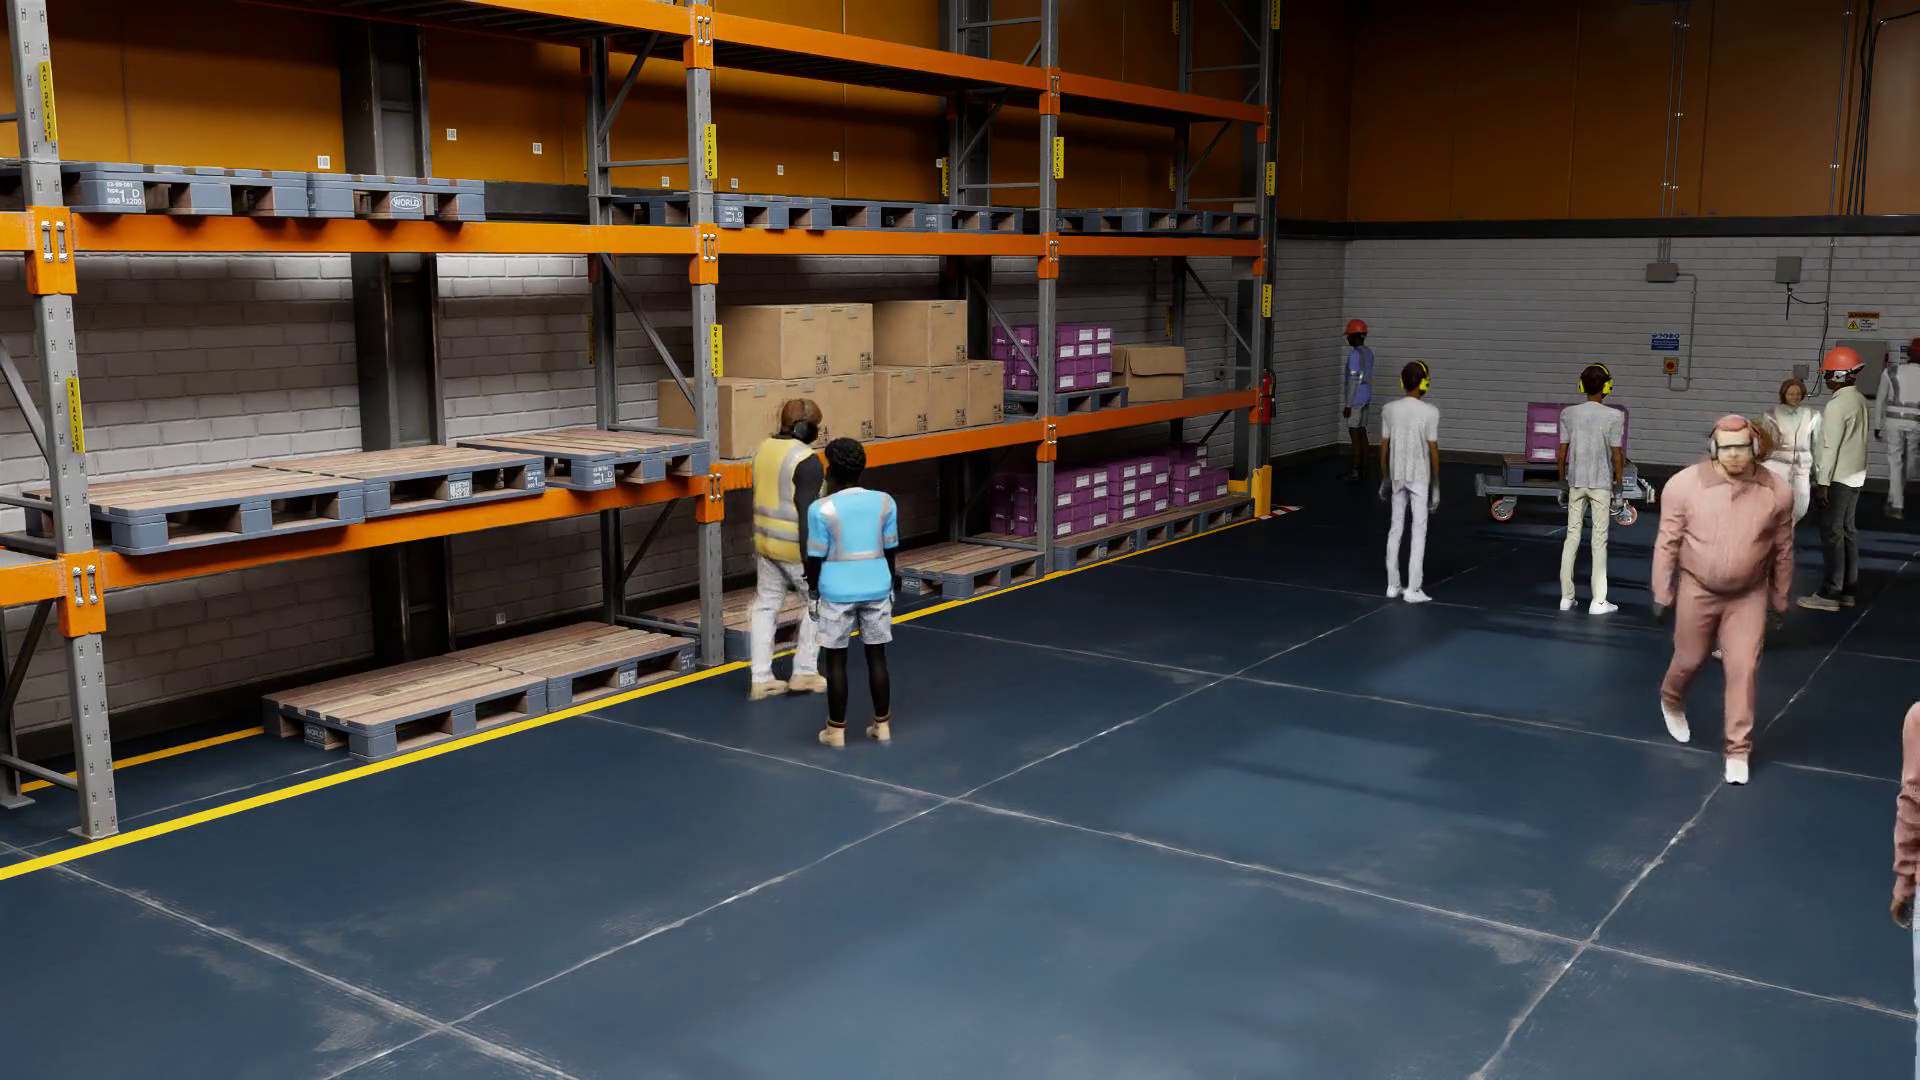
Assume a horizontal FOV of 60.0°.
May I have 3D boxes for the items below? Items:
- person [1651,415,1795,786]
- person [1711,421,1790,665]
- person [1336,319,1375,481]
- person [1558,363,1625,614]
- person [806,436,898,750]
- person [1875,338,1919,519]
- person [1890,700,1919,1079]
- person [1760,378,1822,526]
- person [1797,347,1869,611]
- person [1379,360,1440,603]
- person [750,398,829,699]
[{"bbox_3d":[3.957,0.257,8.668,0.688,1.864,0.897,3,10,15],"label":"person"},{"bbox_3d":[5.042,0.030,10.780,0.832,1.587,0.514,-7,12,-35],"label":"person"},{"bbox_3d":[4.746,-1.681,19.962,0.362,1.937,0.544,6,11,32],"label":"person"},{"bbox_3d":[4.715,-0.383,12.415,0.510,1.877,0.328,9,13,42],"label":"person"},{"bbox_3d":[-0.577,0.290,8.950,0.540,1.691,0.325,-5,11,-27],"label":"person"},{"bbox_3d":[9.765,-1.169,17.180,0.572,1.839,0.859,4,10,21],"label":"person"},{"bbox_3d":[2.931,0.982,4.695,0.527,1.742,0.779,8,12,38],"label":"person"},{"bbox_3d":[7.200,-0.609,14.501,0.524,1.619,0.588,1,10,8],"label":"person"},{"bbox_3d":[6.618,-0.460,12.564,0.404,1.987,0.608,9,13,44],"label":"person"},{"bbox_3d":[3.494,-0.456,12.877,0.517,1.873,0.319,9,13,44],"label":"person"},{"bbox_3d":[-0.997,0.052,9.993,0.646,1.809,0.751,-8,12,-40],"label":"person"}]
